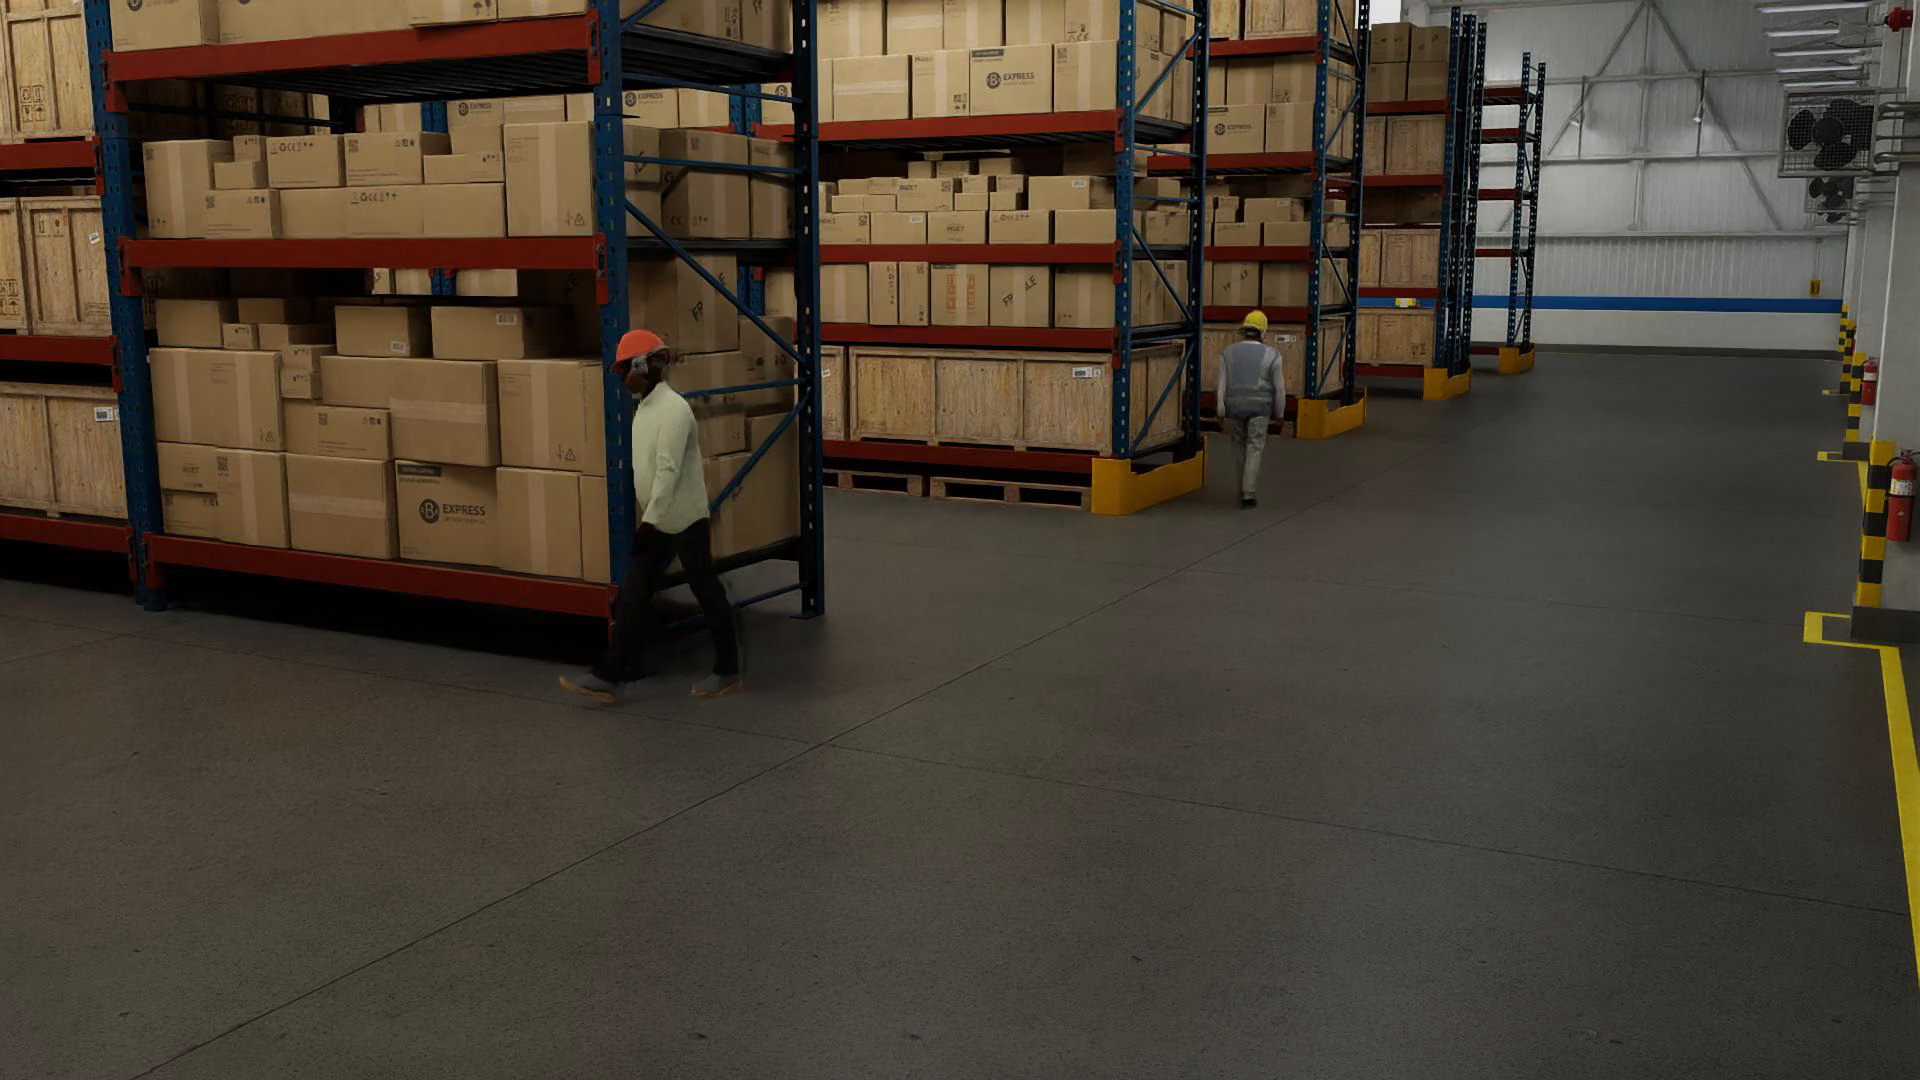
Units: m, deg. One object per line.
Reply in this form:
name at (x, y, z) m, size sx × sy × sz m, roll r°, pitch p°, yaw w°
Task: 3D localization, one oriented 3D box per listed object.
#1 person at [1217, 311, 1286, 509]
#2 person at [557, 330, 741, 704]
person at (2.728, -1.212, 15.411) m, size 0.605 × 1.789 × 0.886 m, roll 5°, pitch 11°, yaw 26°
person at (-1.570, -0.098, 8.540) m, size 0.986 × 1.923 × 0.633 m, roll -7°, pitch 12°, yaw -36°
